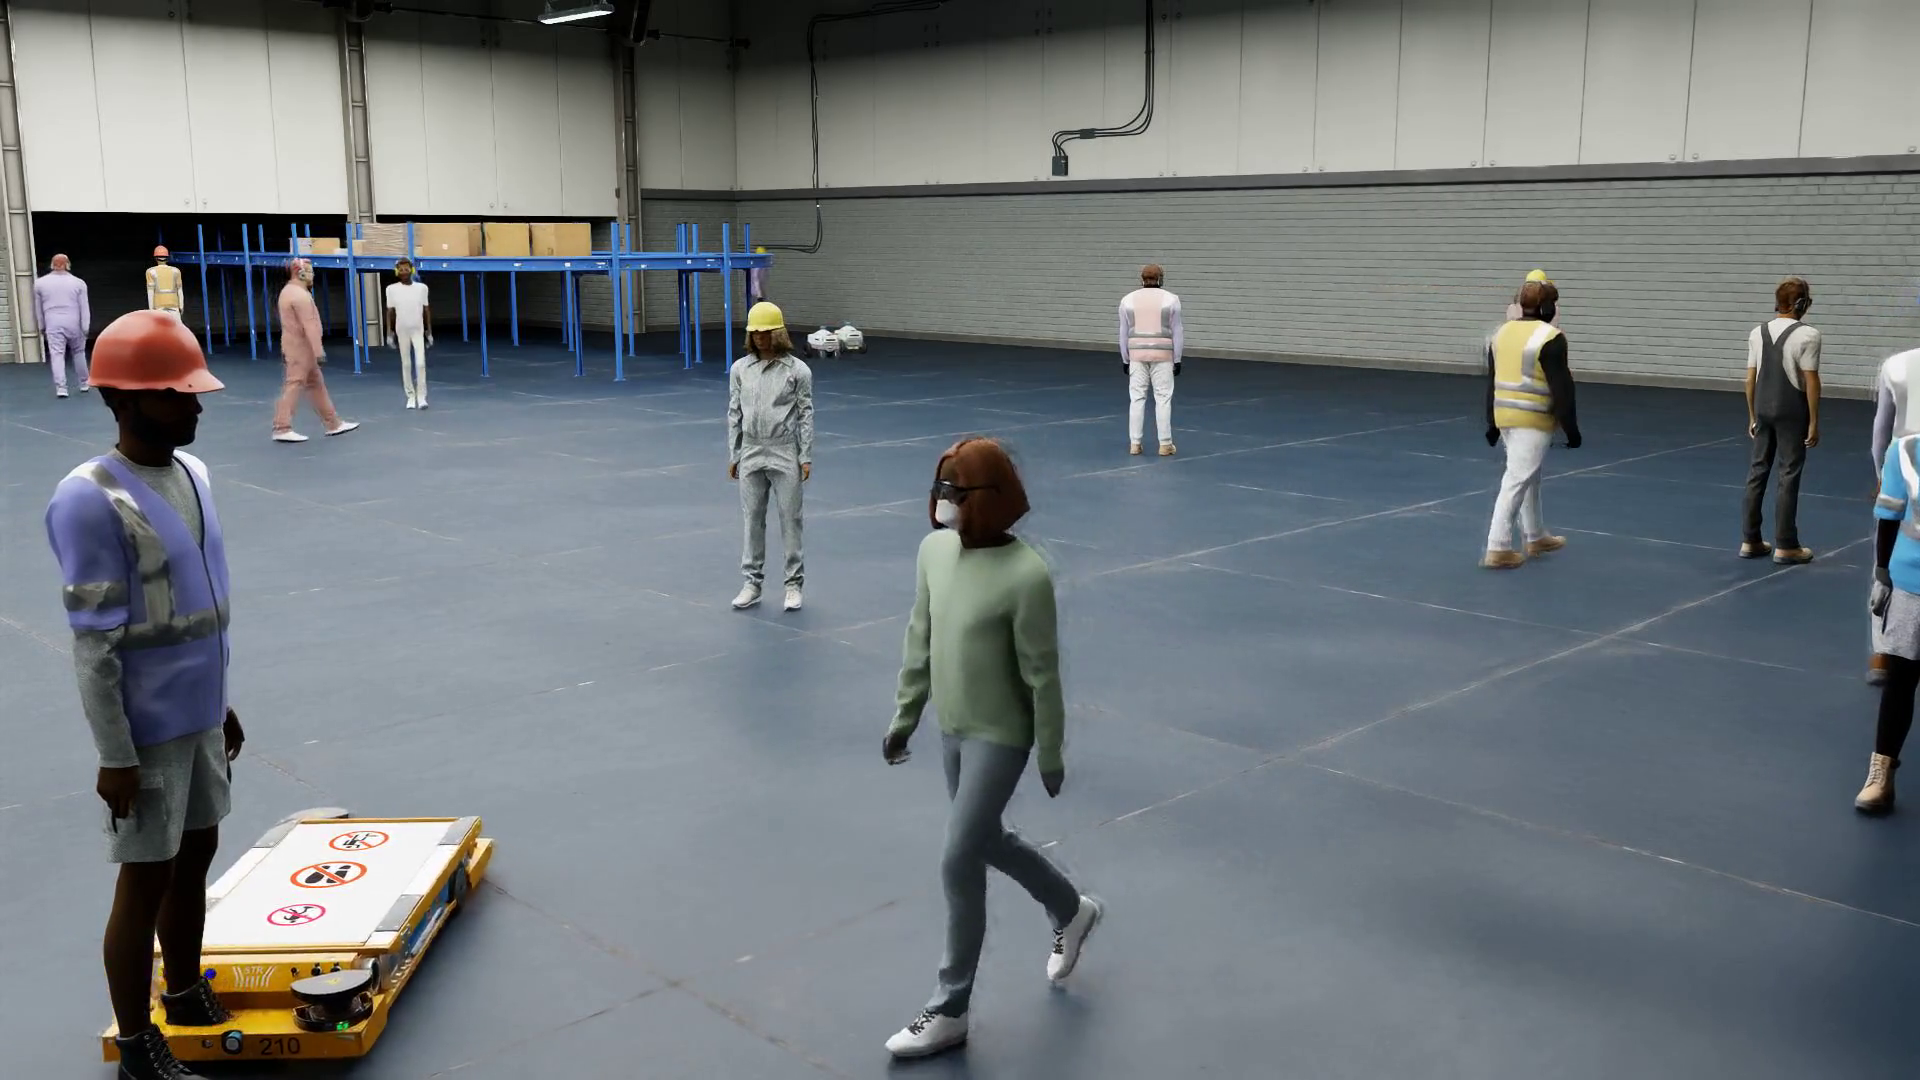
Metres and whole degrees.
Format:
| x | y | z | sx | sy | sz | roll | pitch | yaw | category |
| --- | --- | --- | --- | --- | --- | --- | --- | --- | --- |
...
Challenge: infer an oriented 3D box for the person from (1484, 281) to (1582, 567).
| x | y | z | sx | sy | sz | roll | pitch | yaw | category |
| --- | --- | --- | --- | --- | --- | --- | --- | --- | --- |
| 3.737 | -0.745 | 10.697 | 0.866 | 1.812 | 0.620 | -3 | 11 | -17 | person |

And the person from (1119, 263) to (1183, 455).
| x | y | z | sx | sy | sz | roll | pitch | yaw | category |
| --- | --- | --- | --- | --- | --- | --- | --- | --- | --- |
| 1.858 | -1.750 | 16.124 | 0.626 | 1.842 | 0.429 | 4 | 11 | 19 | person |

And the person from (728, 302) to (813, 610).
| x | y | z | sx | sy | sz | roll | pitch | yaw | category |
| --- | --- | --- | --- | --- | --- | --- | --- | --- | --- |
| -1.079 | -0.471 | 9.415 | 0.492 | 1.740 | 0.325 | 2 | 11 | 11 | person |

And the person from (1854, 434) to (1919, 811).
| x | y | z | sx | sy | sz | roll | pitch | yaw | category |
| --- | --- | --- | --- | --- | --- | --- | --- | --- | --- |
| 3.564 | 0.178 | 5.987 | 0.537 | 1.699 | 0.321 | 8 | 13 | 37 | person |

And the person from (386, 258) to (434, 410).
| x | y | z | sx | sy | sz | roll | pitch | yaw | category |
| --- | --- | --- | --- | --- | --- | --- | --- | --- | --- |
| -6.677 | -2.488 | 20.172 | 0.542 | 1.825 | 0.917 | -3 | 11 | -18 | person |

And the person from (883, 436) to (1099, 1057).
| x | y | z | sx | sy | sz | roll | pitch | yaw | category |
| --- | --- | --- | --- | --- | --- | --- | --- | --- | --- |
| 0.108 | 0.508 | 4.452 | 0.744 | 1.605 | 0.496 | -7 | 12 | -33 | person |

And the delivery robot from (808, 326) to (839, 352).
| x | y | z | sx | sy | sz | roll | pitch | yaw | category |
| --- | --- | --- | --- | --- | --- | --- | --- | --- | --- |
| -2.362 | -3.449 | 28.749 | 0.477 | 0.478 | 0.707 | -5 | 12 | -26 | delivery robot |

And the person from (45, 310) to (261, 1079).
| x | y | z | sx | sy | sz | roll | pitch | yaw | category |
| --- | --- | --- | --- | --- | --- | --- | --- | --- | --- |
| -1.904 | 0.416 | 4.039 | 0.371 | 1.935 | 0.551 | 1 | 10 | 3 | person |

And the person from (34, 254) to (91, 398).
| x | y | z | sx | sy | sz | roll | pitch | yaw | category |
| --- | --- | --- | --- | --- | --- | --- | --- | --- | --- |
| -11.832 | -2.834 | 21.991 | 0.643 | 1.857 | 0.988 | -4 | 11 | -21 | person |

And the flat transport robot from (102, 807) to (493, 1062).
| x | y | z | sx | sy | sz | roll | pitch | yaw | category |
| --- | --- | --- | --- | --- | --- | --- | --- | --- | --- |
| -1.880 | 1.110 | 4.920 | 0.652 | 0.197 | 1.431 | 0 | 10 | -2 | flat transport robot |

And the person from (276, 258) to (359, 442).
| x | y | z | sx | sy | sz | roll | pitch | yaw | category |
| --- | --- | --- | --- | --- | --- | --- | --- | --- | --- |
| -6.692 | -1.963 | 17.207 | 0.948 | 1.862 | 0.684 | -6 | 12 | -31 | person |

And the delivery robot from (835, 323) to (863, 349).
| x | y | z | sx | sy | sz | roll | pitch | yaw | category |
| --- | --- | --- | --- | --- | --- | --- | --- | --- | --- |
| -2.013 | -3.677 | 29.992 | 0.477 | 0.478 | 0.707 | -4 | 11 | -21 | delivery robot |

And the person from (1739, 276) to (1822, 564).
| x | y | z | sx | sy | sz | roll | pitch | yaw | category |
| --- | --- | --- | --- | --- | --- | --- | --- | --- | --- |
| 5.362 | -0.784 | 10.841 | 0.345 | 1.845 | 0.508 | -6 | 12 | -29 | person |

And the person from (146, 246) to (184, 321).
| x | y | z | sx | sy | sz | roll | pitch | yaw | category |
| --- | --- | --- | --- | --- | --- | --- | --- | --- | --- |
| -13.118 | -3.878 | 27.456 | 0.550 | 1.935 | 0.375 | -8 | 13 | -37 | person |

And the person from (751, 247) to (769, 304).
| x | y | z | sx | sy | sz | roll | pitch | yaw | category |
| --- | --- | --- | --- | --- | --- | --- | --- | --- | --- |
| -4.088 | -5.079 | 34.176 | 0.488 | 1.875 | 0.699 | 2 | 11 | 10 | person |

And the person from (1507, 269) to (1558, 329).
| x | y | z | sx | sy | sz | roll | pitch | yaw | category |
| --- | --- | --- | --- | --- | --- | --- | --- | --- | --- |
| 5.755 | -1.831 | 16.763 | 0.526 | 1.768 | 0.315 | 7 | 12 | 33 | person |

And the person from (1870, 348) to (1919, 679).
| x | y | z | sx | sy | sz | roll | pitch | yaw | category |
| --- | --- | --- | --- | --- | --- | --- | --- | --- | --- |
| 4.729 | -0.297 | 8.029 | 1.009 | 1.889 | 0.631 | -9 | 14 | -42 | person |
